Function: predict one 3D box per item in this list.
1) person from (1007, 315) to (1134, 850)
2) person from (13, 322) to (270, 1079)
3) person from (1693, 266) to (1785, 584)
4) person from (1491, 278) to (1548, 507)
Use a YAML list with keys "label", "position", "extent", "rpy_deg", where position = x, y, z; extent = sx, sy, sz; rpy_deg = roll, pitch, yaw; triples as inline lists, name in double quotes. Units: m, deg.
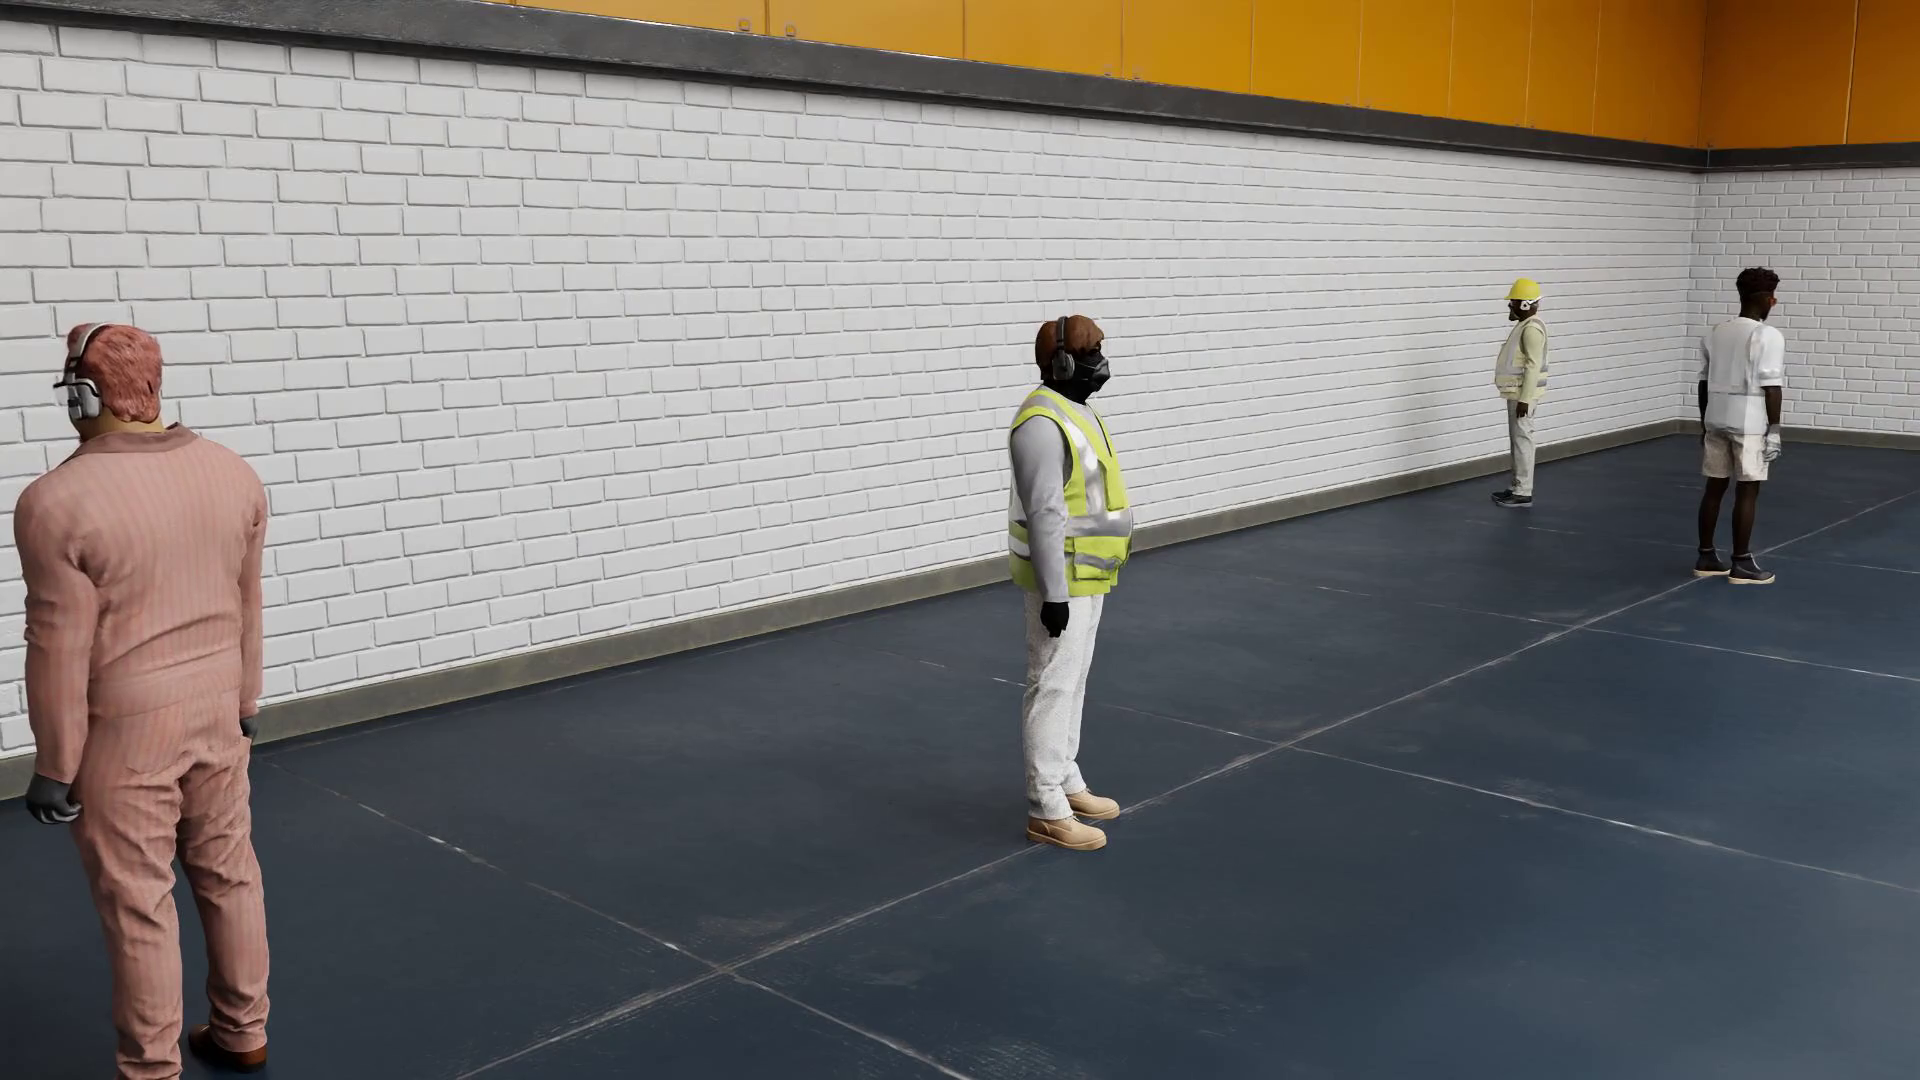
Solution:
- label: "person"
  position: [0.390, 0.140, 5.848]
  extent: [0.429, 1.847, 0.627]
  rpy_deg: [3, 10, 15]
- label: "person"
  position: [-1.946, 0.438, 3.971]
  extent: [0.411, 1.908, 0.643]
  rpy_deg: [4, 11, 22]
- label: "person"
  position: [4.862, -0.713, 10.353]
  extent: [0.367, 1.962, 0.613]
  rpy_deg: [-4, 11, -21]
- label: "person"
  position: [4.514, -1.184, 13.414]
  extent: [0.404, 1.831, 0.600]
  rpy_deg: [2, 10, 13]
